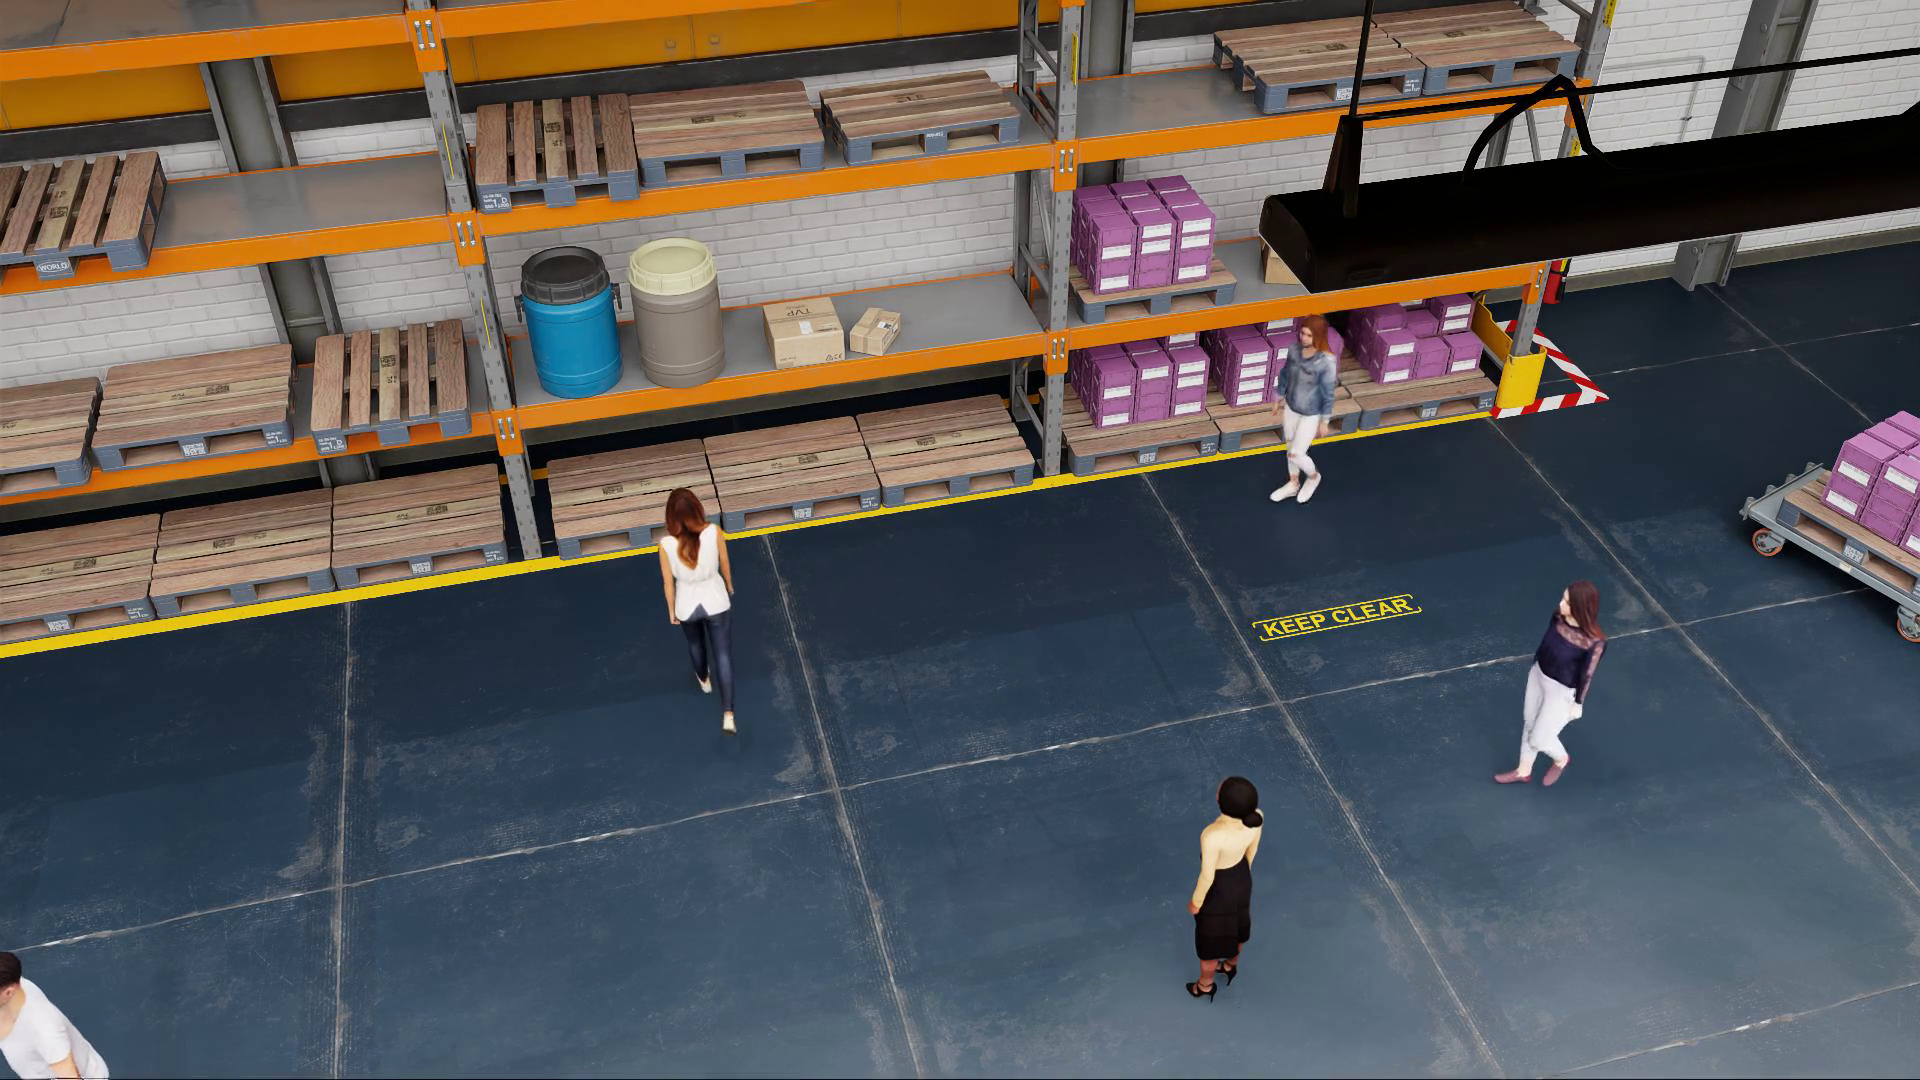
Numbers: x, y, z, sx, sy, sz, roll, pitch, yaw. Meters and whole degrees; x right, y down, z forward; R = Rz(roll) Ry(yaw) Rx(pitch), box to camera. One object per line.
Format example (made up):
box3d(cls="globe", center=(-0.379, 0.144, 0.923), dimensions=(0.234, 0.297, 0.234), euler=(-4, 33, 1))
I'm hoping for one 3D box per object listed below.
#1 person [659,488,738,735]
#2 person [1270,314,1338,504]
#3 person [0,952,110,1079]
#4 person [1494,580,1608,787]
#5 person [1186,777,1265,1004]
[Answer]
box3d(cls="person", center=(-1.594, 0.459, 10.421), dimensions=(0.981, 1.760, 0.677), euler=(-8, 39, -10))
box3d(cls="person", center=(2.613, -0.979, 12.284), dimensions=(0.732, 1.682, 0.714), euler=(-19, 42, -22))
box3d(cls="person", center=(-4.163, 2.508, 7.794), dimensions=(0.761, 1.836, 0.767), euler=(30, 47, 32))
box3d(cls="person", center=(3.627, 0.890, 10.009), dimensions=(0.650, 1.602, 0.595), euler=(-10, 40, -12))
box3d(cls="person", center=(1.393, 1.843, 8.774), dimensions=(0.588, 1.653, 0.703), euler=(-24, 45, -27))
